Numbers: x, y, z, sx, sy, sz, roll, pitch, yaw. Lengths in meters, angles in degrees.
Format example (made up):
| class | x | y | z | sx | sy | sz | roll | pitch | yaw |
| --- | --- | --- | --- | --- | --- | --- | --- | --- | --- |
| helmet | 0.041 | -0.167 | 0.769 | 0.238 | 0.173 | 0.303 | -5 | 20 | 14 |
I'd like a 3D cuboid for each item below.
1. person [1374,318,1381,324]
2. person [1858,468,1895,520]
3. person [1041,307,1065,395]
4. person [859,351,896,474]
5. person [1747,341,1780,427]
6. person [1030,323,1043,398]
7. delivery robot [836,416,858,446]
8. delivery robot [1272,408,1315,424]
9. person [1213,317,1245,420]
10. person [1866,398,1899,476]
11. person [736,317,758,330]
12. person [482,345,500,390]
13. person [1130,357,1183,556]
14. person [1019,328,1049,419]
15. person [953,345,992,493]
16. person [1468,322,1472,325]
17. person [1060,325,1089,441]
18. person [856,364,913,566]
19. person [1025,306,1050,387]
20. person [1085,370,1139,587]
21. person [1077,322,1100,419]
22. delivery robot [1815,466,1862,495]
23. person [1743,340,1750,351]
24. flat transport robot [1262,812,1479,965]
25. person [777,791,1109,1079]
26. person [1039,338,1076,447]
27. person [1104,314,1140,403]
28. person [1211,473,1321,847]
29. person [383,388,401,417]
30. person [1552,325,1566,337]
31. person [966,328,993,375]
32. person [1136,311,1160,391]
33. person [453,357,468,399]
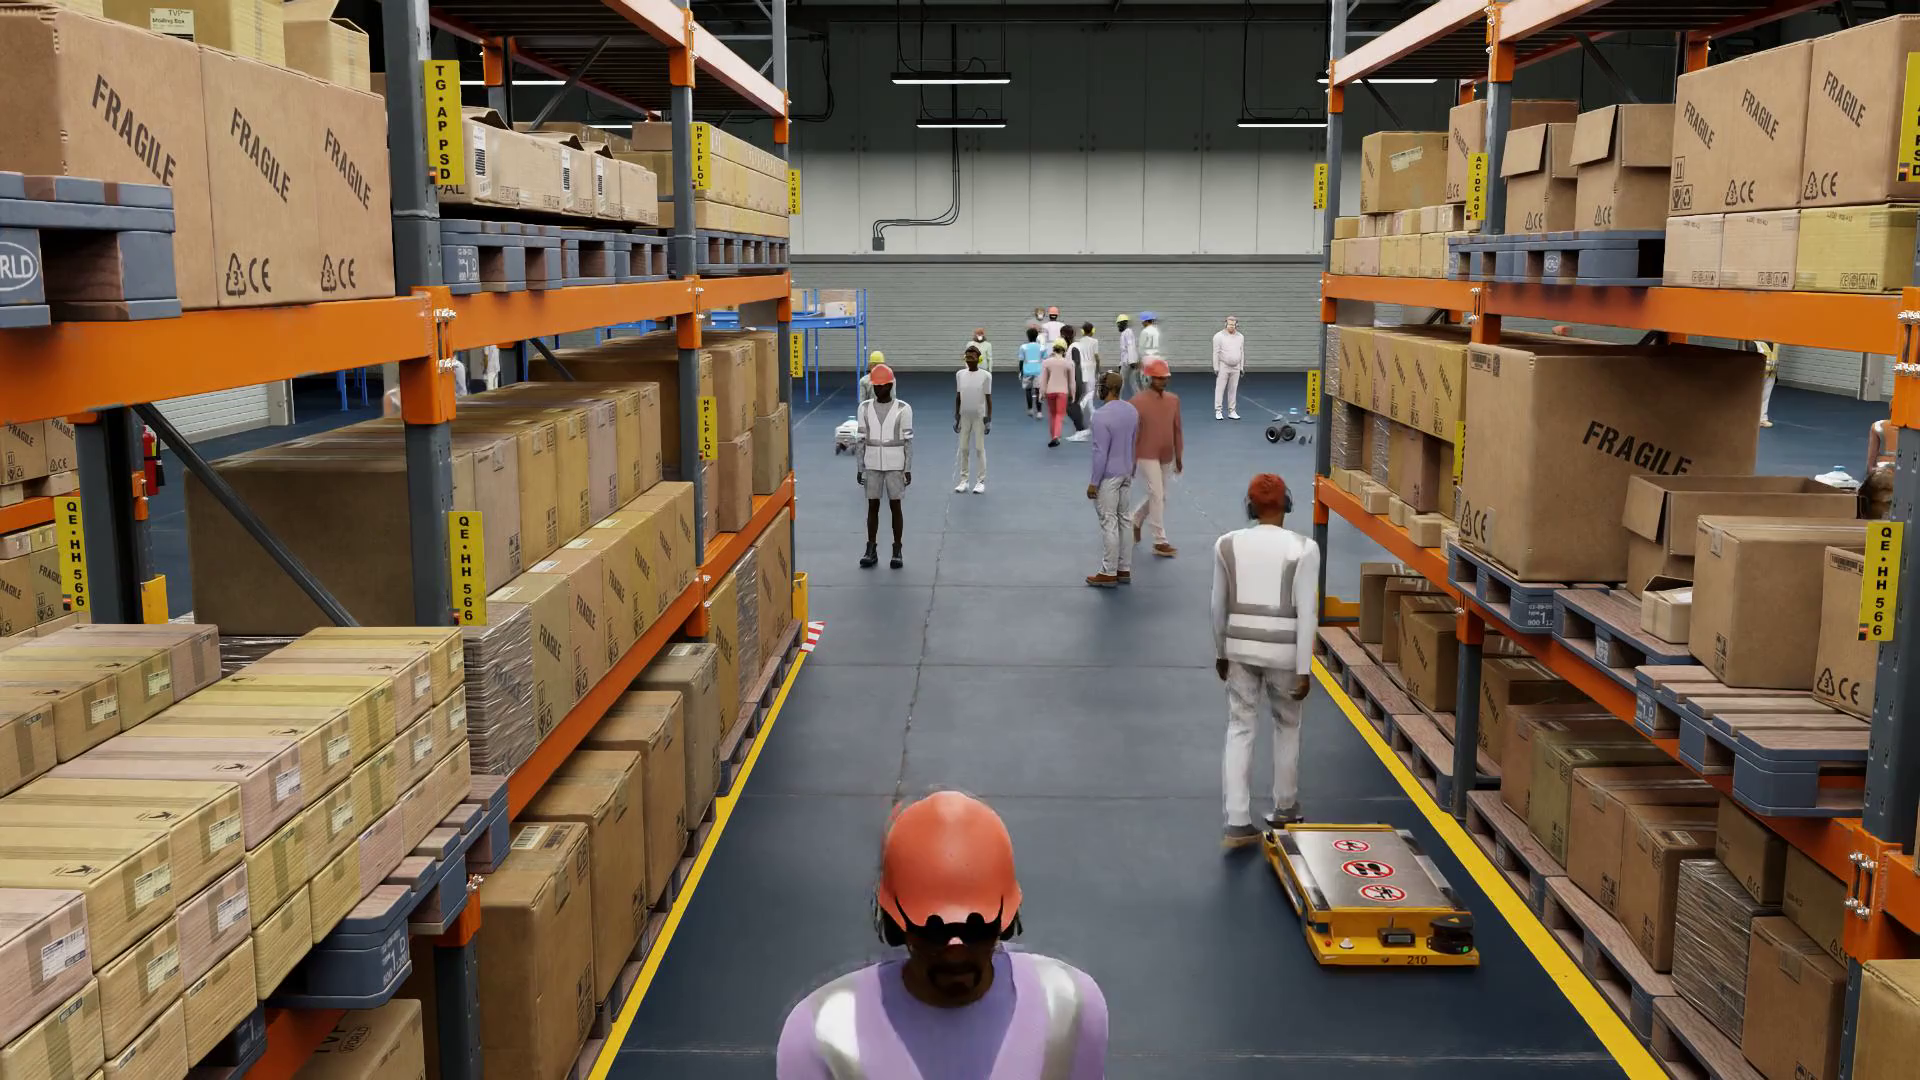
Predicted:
| class | x | y | z | sx | sy | sz | roll | pitch | yaw |
| --- | --- | --- | --- | --- | --- | --- | --- | --- | --- |
| person | 9.259 | -4.321 | 37.673 | 0.513 | 1.890 | 0.662 | -7 | 12 | -38 |
| person | 4.413 | 0.592 | 8.147 | 0.634 | 1.922 | 0.531 | 0 | 9 | -1 |
| person | 2.036 | -4.135 | 36.420 | 0.552 | 1.937 | 0.356 | -2 | 10 | -11 |
| person | -1.084 | -1.621 | 21.967 | 0.489 | 1.742 | 0.316 | 0 | 9 | 0 |
| person | 14.220 | -2.917 | 29.416 | 0.634 | 1.841 | 0.429 | -3 | 10 | -16 |
| person | 1.626 | -3.846 | 35.647 | 0.376 | 1.622 | 0.512 | 4 | 10 | 23 |
| delivery robot | -1.659 | -1.664 | 25.598 | 0.477 | 0.478 | 0.707 | 2 | 10 | 14 |
| delivery robot | 5.397 | -2.014 | 26.918 | 0.335 | 0.223 | 0.698 | -9 | 13 | -43 |
| person | 4.995 | -3.186 | 30.850 | 0.636 | 1.903 | 0.405 | -3 | 10 | -20 |
| person | 9.077 | -0.601 | 16.139 | 0.514 | 1.642 | 0.310 | 7 | 12 | 35 |
| person | -3.977 | -3.216 | 30.734 | 0.538 | 2.000 | 0.683 | 4 | 10 | 21 |
| person | -8.439 | -3.005 | 29.896 | 0.311 | 1.863 | 0.510 | 1 | 10 | 7 |
| person | 1.931 | -0.865 | 16.755 | 0.622 | 1.965 | 0.873 | -6 | 11 | -31 |
| person | 1.385 | -3.108 | 31.019 | 0.577 | 1.667 | 0.693 | 0 | 9 | 3 |
| person | 0.157 | -1.535 | 21.090 | 0.513 | 1.866 | 0.336 | 4 | 10 | 24 |
| person | 10.437 | -3.630 | 34.117 | 0.317 | 1.695 | 0.540 | -5 | 11 | -27 |
| person | 1.857 | -2.553 | 27.084 | 0.465 | 1.886 | 0.625 | 0 | 9 | -1 |
| person | -0.728 | -0.711 | 15.911 | 0.550 | 1.935 | 0.376 | 2 | 10 | 11 |
| person | 1.795 | -4.376 | 37.929 | 0.638 | 1.918 | 0.673 | 0 | 9 | 0 |
| person | 1.361 | -0.558 | 14.992 | 0.371 | 1.940 | 0.627 | 7 | 12 | 38 |
| person | 2.302 | -3.059 | 30.330 | 0.566 | 1.831 | 0.766 | 9 | 13 | 42 |
| delivery robot | 10.188 | -0.615 | 19.307 | 0.477 | 0.478 | 0.707 | 2 | 9 | 12 |
| person | 18.457 | -4.463 | 38.663 | 0.344 | 1.847 | 0.506 | -6 | 11 | -33 |
| flat transport robot | 1.811 | 1.546 | 7.505 | 0.652 | 0.197 | 1.431 | 0 | 9 | 1 |
| person | -0.021 | 1.424 | 2.963 | 0.646 | 1.987 | 1.048 | -1 | 10 | -8 |
| person | 1.521 | -2.308 | 26.127 | 0.566 | 1.721 | 0.820 | 3 | 10 | 16 |
| person | 3.279 | -3.550 | 33.145 | 0.827 | 1.860 | 0.657 | 2 | 10 | 14 |
| person | 1.534 | 0.588 | 8.398 | 0.597 | 1.839 | 0.825 | 5 | 11 | 28 |
| person | -5.931 | -1.038 | 18.083 | 0.600 | 1.872 | 1.011 | -7 | 12 | -37 |
| person | 9.911 | -2.606 | 27.463 | 0.420 | 1.867 | 0.599 | 9 | 13 | 42 |
| person | 0.379 | -3.350 | 32.651 | 0.530 | 1.614 | 0.454 | 0 | 9 | -2 |
| person | 3.751 | -3.654 | 33.613 | 0.563 | 1.915 | 0.601 | 5 | 11 | 29 |
| person | -7.061 | -1.871 | 23.018 | 1.019 | 1.895 | 0.623 | -8 | 12 | -40 |
